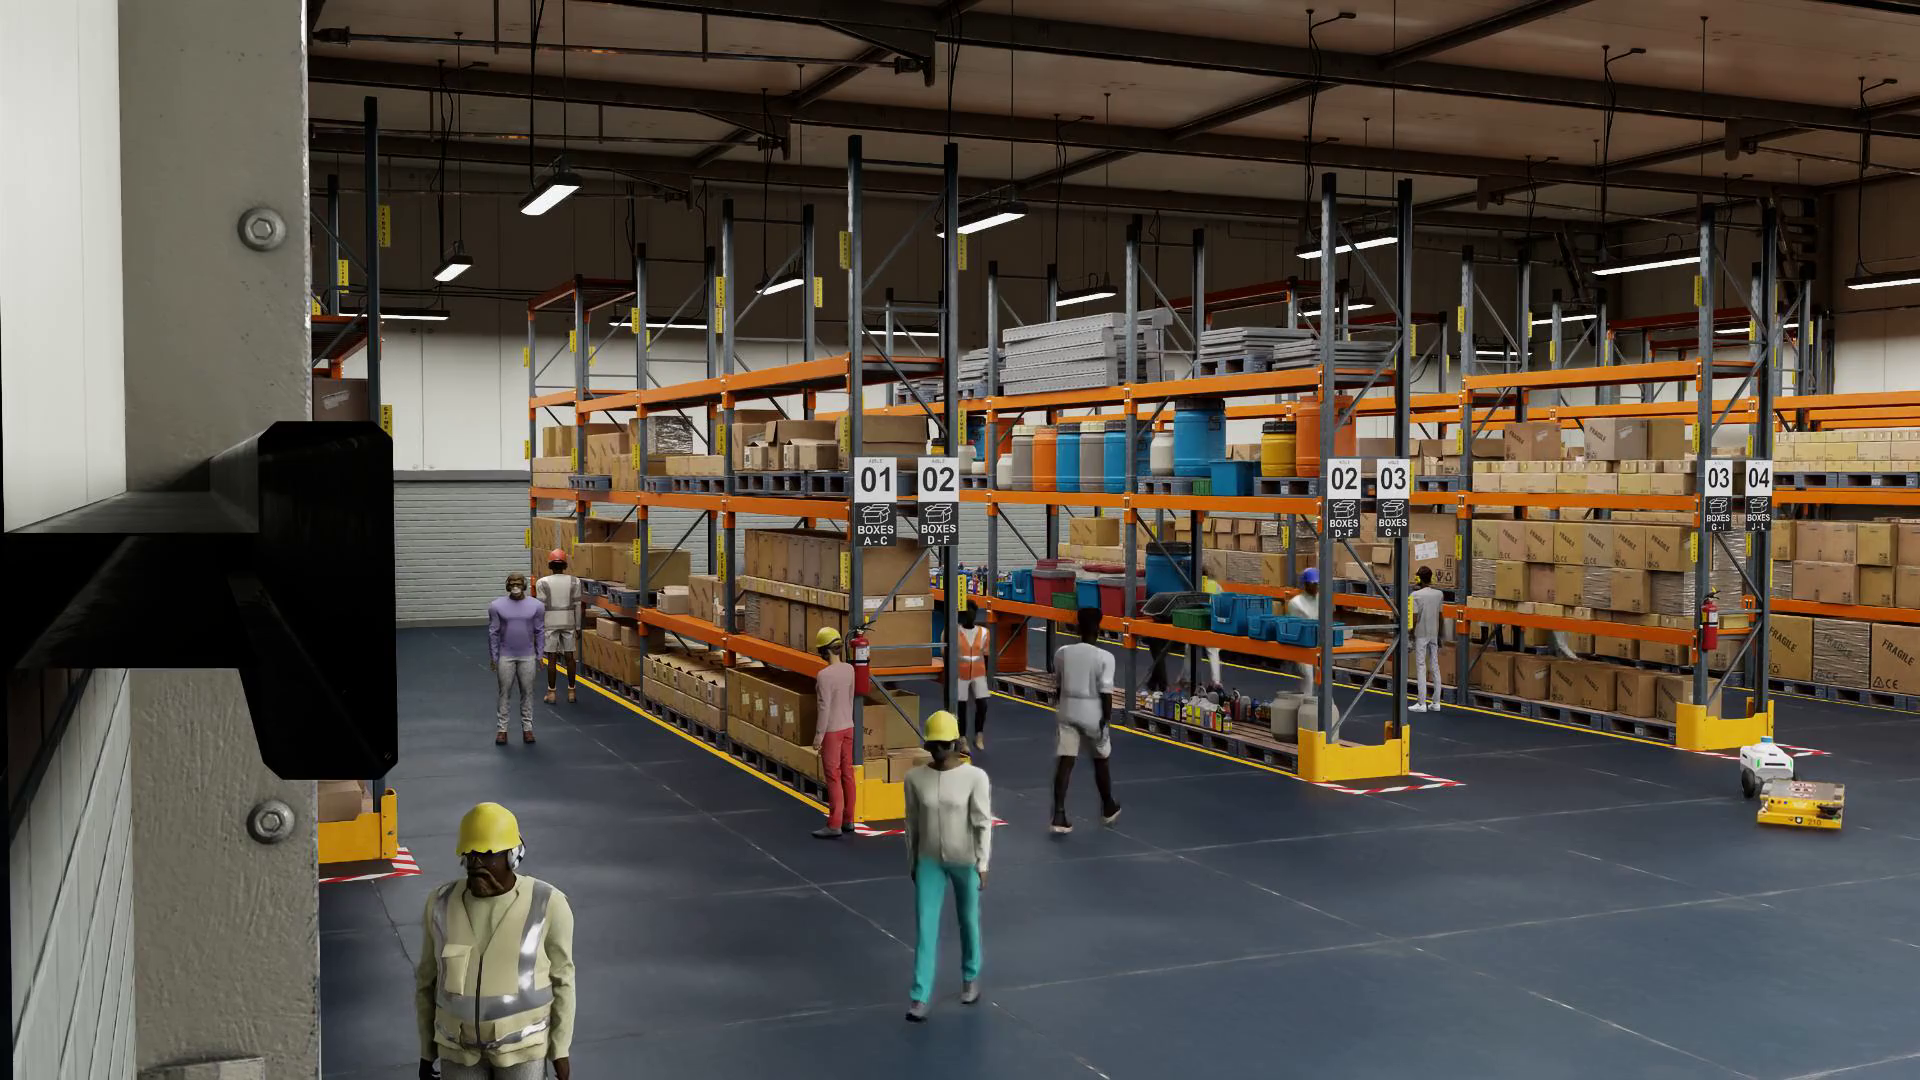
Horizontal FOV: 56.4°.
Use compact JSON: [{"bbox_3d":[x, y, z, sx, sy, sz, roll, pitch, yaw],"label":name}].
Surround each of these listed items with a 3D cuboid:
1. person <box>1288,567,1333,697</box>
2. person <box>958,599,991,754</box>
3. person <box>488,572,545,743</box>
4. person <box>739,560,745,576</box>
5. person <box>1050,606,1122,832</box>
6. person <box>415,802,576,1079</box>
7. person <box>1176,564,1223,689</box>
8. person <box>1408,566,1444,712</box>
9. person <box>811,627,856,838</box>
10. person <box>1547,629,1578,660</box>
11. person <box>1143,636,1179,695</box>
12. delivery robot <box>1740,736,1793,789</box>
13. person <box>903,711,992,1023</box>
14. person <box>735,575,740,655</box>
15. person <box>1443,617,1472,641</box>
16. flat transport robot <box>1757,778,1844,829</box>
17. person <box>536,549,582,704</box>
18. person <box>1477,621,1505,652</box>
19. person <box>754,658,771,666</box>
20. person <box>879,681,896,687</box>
[{"bbox_3d":[4.182,1.277,21.541,0.622,1.934,0.594,-1,2,-23],"label":"person"},{"bbox_3d":[0.088,1.486,19.415,0.539,1.682,0.432,0,2,-13],"label":"person"},{"bbox_3d":[-5.019,1.325,20.309,0.629,1.940,0.379,-1,2,-15],"label":"person"},{"bbox_3d":[-4.144,0.914,35.211,0.477,1.596,0.523,1,3,29],"label":"person"},{"bbox_3d":[1.077,1.528,15.416,0.624,1.913,1.031,1,3,29],"label":"person"},{"bbox_3d":[-1.760,1.896,6.752,0.602,1.830,0.404,0,2,2],"label":"person"},{"bbox_3d":[3.370,1.221,25.021,0.626,1.795,0.975,-1,2,-17],"label":"person"},{"bbox_3d":[5.948,1.263,22.906,0.517,1.865,0.327,-1,2,-20],"label":"person"},{"bbox_3d":[-1.076,1.614,15.103,0.328,1.759,0.524,1,2,27],"label":"person"},{"bbox_3d":[8.930,1.205,26.353,0.487,1.714,0.757,-1,2,-25],"label":"person"},{"bbox_3d":[2.632,1.171,24.159,0.632,1.941,1.010,-1,2,-19],"label":"person"},{"bbox_3d":[7.663,2.107,17.031,0.477,0.478,0.707,0,2,11],"label":"delivery robot"},{"bbox_3d":[-0.076,1.825,10.119,0.540,1.719,0.930,1,2,13],"label":"person"},{"bbox_3d":[-3.217,1.290,25.654,0.510,1.593,0.833,-1,2,-27],"label":"person"},{"bbox_3d":[7.735,1.105,28.103,0.588,1.789,0.919,0,2,-1],"label":"person"},{"bbox_3d":[7.508,2.333,15.969,0.652,0.197,1.431,1,3,27],"label":"flat transport robot"},{"bbox_3d":[-5.335,1.139,23.799,0.605,2.045,0.377,-1,2,-23],"label":"person"},{"bbox_3d":[8.526,1.122,28.764,0.530,1.692,0.321,0,2,7],"label":"person"},{"bbox_3d":[-2.953,1.108,27.320,0.560,1.832,0.445,-1,2,-19],"label":"person"},{"bbox_3d":[-1.058,1.132,25.601,0.563,1.914,0.515,-1,2,-26],"label":"person"}]
